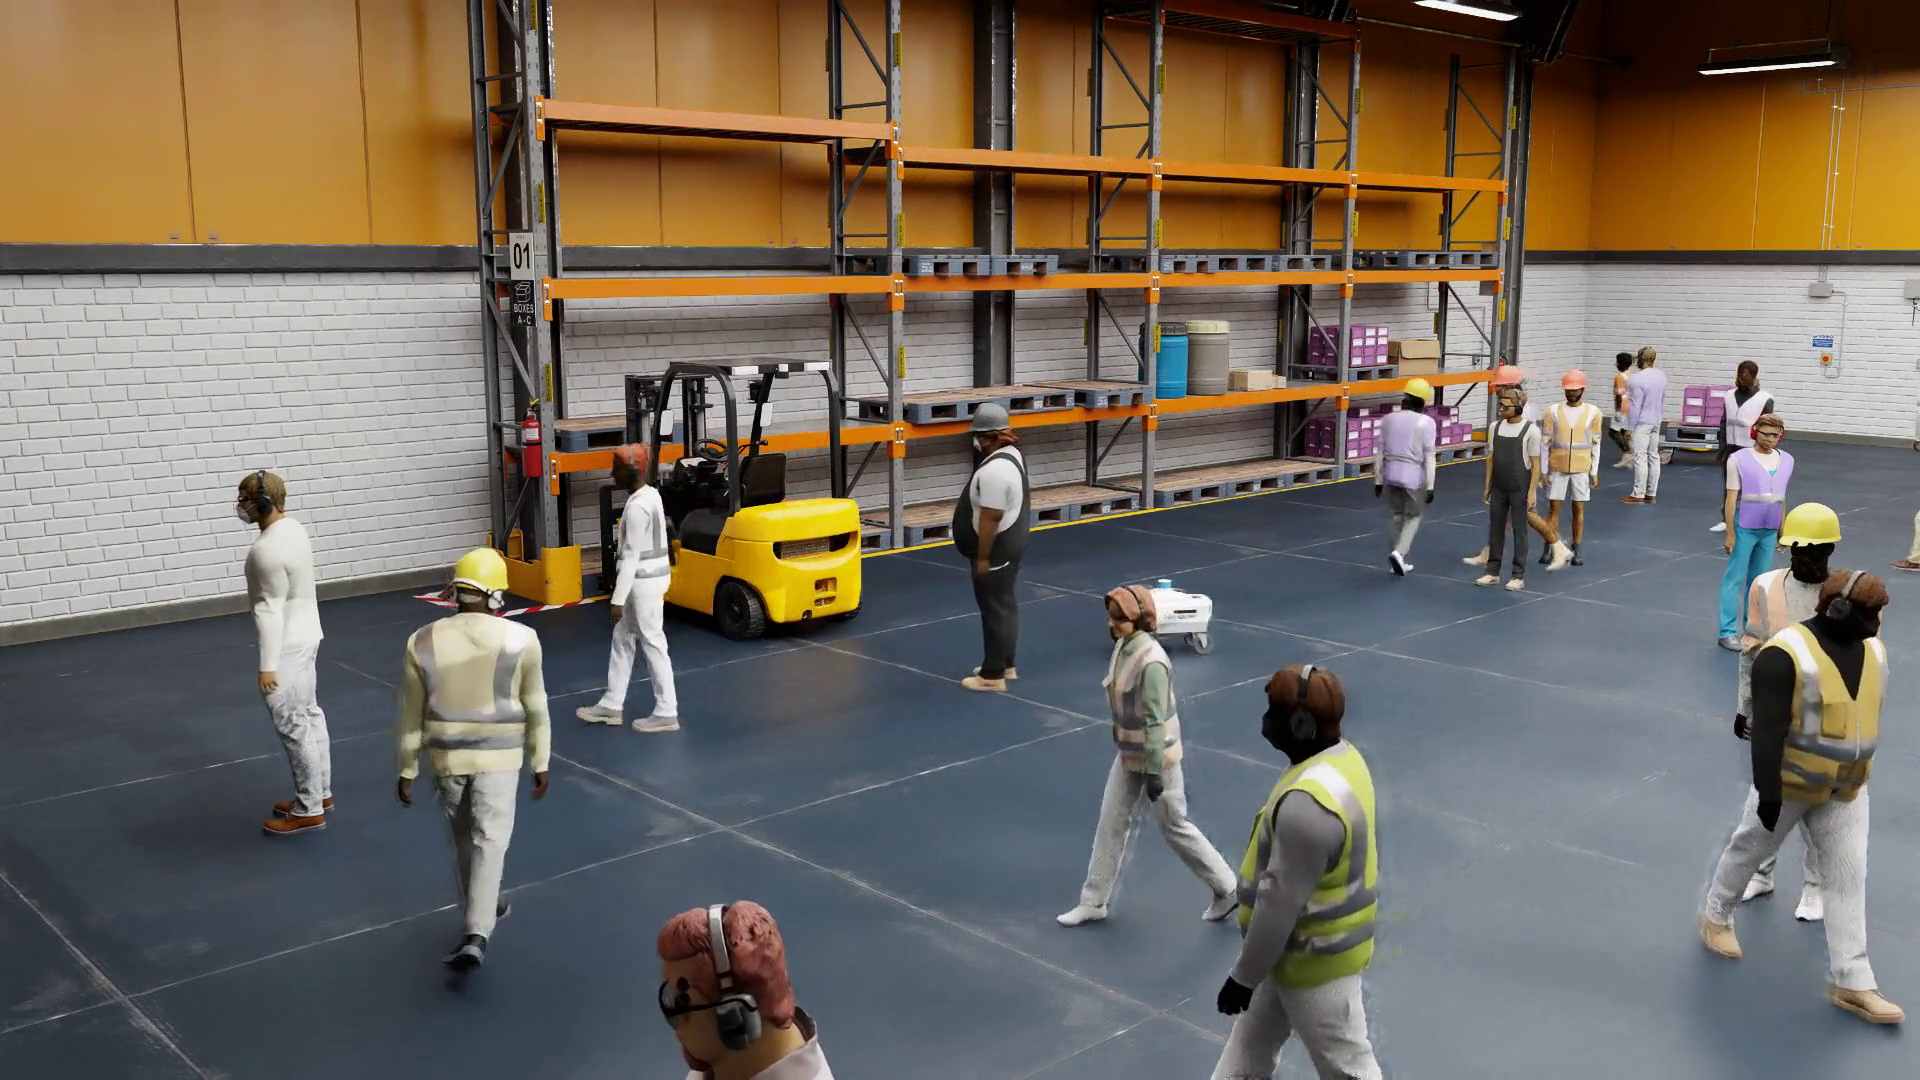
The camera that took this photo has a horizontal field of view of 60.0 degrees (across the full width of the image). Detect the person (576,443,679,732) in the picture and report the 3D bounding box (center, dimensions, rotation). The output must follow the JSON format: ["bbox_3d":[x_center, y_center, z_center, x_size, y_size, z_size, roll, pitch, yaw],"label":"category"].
[{"bbox_3d":[-2.162,0.316,10.542,0.768,1.859,0.595,-1,10,-6],"label":"person"}]

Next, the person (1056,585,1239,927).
[{"bbox_3d":[0.892,0.971,7.501,0.837,1.594,0.559,-3,10,-15],"label":"person"}]

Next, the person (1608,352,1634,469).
[{"bbox_3d":[9.443,-1.828,23.641,0.367,1.670,0.581,10,14,44],"label":"person"}]

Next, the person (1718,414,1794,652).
[{"bbox_3d":[6.136,-0.065,12.851,0.564,1.837,0.395,-3,10,-16],"label":"person"}]

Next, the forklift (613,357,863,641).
[{"bbox_3d":[-1.847,-0.414,13.852,1.214,2.155,2.313,-9,13,-42],"label":"forklift"}]

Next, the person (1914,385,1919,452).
[{"bbox_3d":[11.132,-1.181,18.794,0.611,2.040,0.393,6,11,29],"label":"person"}]

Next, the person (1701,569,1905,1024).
[{"bbox_3d":[3.510,0.986,6.900,0.632,1.783,0.998,-2,10,-11],"label":"person"}]

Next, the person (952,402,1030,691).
[{"bbox_3d":[0.211,0.036,11.671,0.537,2.000,0.682,3,10,15],"label":"person"}]

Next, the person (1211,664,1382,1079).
[{"bbox_3d":[1.031,1.272,5.180,0.976,1.792,0.627,3,10,16],"label":"person"}]

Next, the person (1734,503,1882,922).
[{"bbox_3d":[3.858,0.781,7.638,0.375,1.925,0.595,-8,13,-41],"label":"person"}]

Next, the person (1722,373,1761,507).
[{"bbox_3d":[9.417,-1.234,19.975,0.483,1.743,0.305,-5,11,-27],"label":"person"}]

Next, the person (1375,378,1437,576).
[{"bbox_3d":[4.183,-0.580,15.666,0.612,1.901,0.613,9,13,43],"label":"person"}]

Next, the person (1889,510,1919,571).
[{"bbox_3d":[9.345,-0.477,15.973,0.669,1.594,0.521,4,10,21],"label":"person"}]

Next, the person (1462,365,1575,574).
[{"bbox_3d":[5.453,-0.680,16.056,0.990,2.004,0.635,3,10,16],"label":"person"}]

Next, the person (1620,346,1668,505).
[{"bbox_3d":[8.358,-1.393,20.331,0.629,1.940,0.378,-6,11,-32],"label":"person"}]

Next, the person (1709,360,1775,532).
[{"bbox_3d":[8.551,-1.006,18.137,0.380,1.917,0.592,-5,11,-28],"label":"person"}]

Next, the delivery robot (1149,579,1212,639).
[{"bbox_3d":[1.563,0.546,12.749,0.707,0.478,0.477,-1,10,-8],"label":"delivery robot"}]

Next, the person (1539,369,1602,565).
[{"bbox_3d":[5.988,-0.710,16.339,0.551,1.934,0.373,4,10,21],"label":"person"}]

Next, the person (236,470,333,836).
[{"bbox_3d":[-3.575,0.585,8.798,0.380,1.930,0.627,-2,10,-10],"label":"person"}]

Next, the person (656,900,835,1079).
[{"bbox_3d":[-0.400,1.575,3.071,0.406,1.902,0.638,-3,10,-18],"label":"person"}]

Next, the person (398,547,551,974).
[{"bbox_3d":[-2.093,0.941,7.140,0.637,1.786,0.859,0,10,-1],"label":"person"}]

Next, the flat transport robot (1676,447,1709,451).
[{"bbox_3d":[11.898,-1.550,26.125,1.431,0.197,0.652,-3,10,-15],"label":"flat transport robot"}]

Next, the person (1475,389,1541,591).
[{"bbox_3d":[5.014,-0.460,15.158,0.351,1.842,0.507,-8,13,-40],"label":"person"}]
